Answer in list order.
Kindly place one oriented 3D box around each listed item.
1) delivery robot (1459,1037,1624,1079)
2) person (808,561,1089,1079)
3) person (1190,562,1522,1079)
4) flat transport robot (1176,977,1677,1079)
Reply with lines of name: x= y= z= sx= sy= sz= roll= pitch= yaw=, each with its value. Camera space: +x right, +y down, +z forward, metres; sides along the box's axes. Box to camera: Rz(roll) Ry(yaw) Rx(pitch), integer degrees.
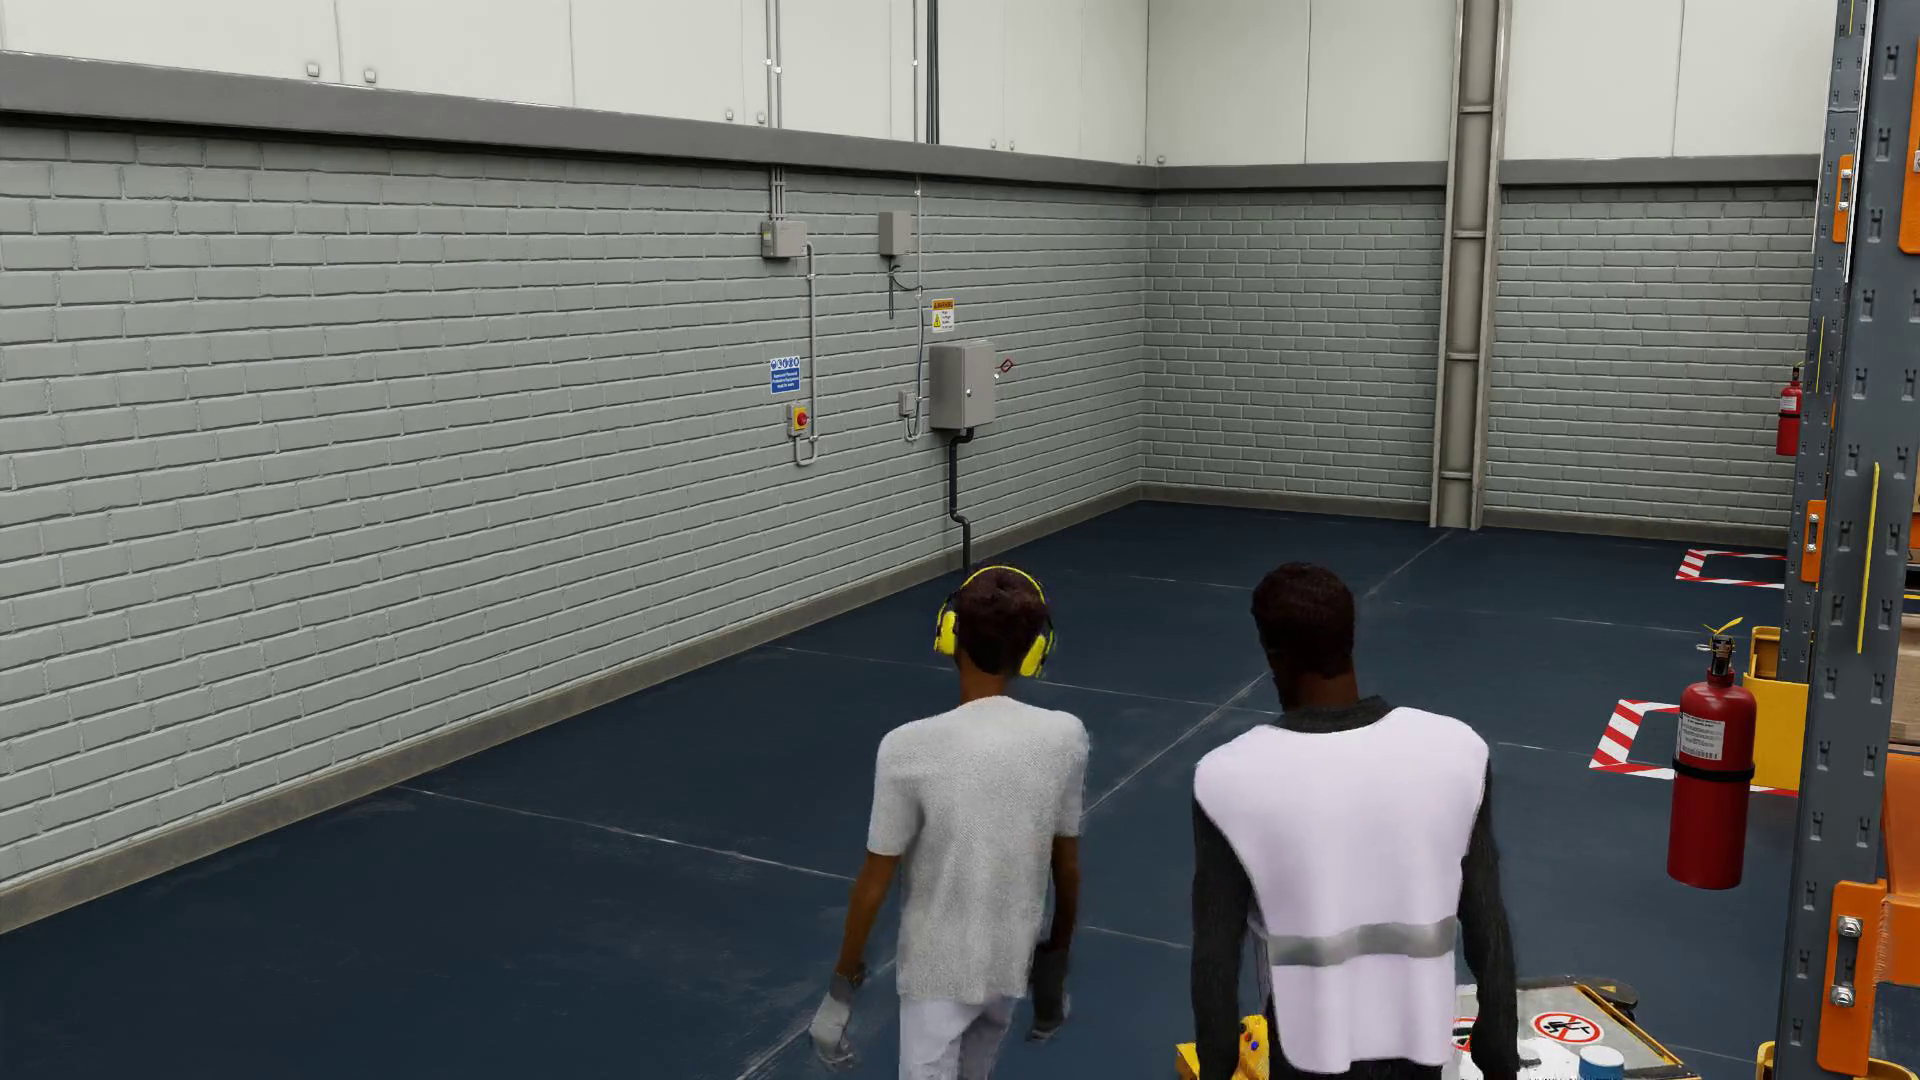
delivery robot: x=1.540 y=1.470 z=4.028 sx=0.477 sy=0.478 sz=0.707 roll=-4 pitch=11 yaw=-22
person: x=0.001 y=0.967 z=3.580 sx=0.596 sy=1.827 sz=0.648 roll=-7 pitch=12 yaw=-32
person: x=0.761 y=1.001 z=3.243 sx=0.637 sy=1.879 sz=0.585 roll=-1 pitch=10 yaw=-6
flat transport robot: x=1.405 y=1.522 z=4.773 sx=1.431 sy=0.197 sz=0.652 roll=-2 pitch=11 yaw=-10
